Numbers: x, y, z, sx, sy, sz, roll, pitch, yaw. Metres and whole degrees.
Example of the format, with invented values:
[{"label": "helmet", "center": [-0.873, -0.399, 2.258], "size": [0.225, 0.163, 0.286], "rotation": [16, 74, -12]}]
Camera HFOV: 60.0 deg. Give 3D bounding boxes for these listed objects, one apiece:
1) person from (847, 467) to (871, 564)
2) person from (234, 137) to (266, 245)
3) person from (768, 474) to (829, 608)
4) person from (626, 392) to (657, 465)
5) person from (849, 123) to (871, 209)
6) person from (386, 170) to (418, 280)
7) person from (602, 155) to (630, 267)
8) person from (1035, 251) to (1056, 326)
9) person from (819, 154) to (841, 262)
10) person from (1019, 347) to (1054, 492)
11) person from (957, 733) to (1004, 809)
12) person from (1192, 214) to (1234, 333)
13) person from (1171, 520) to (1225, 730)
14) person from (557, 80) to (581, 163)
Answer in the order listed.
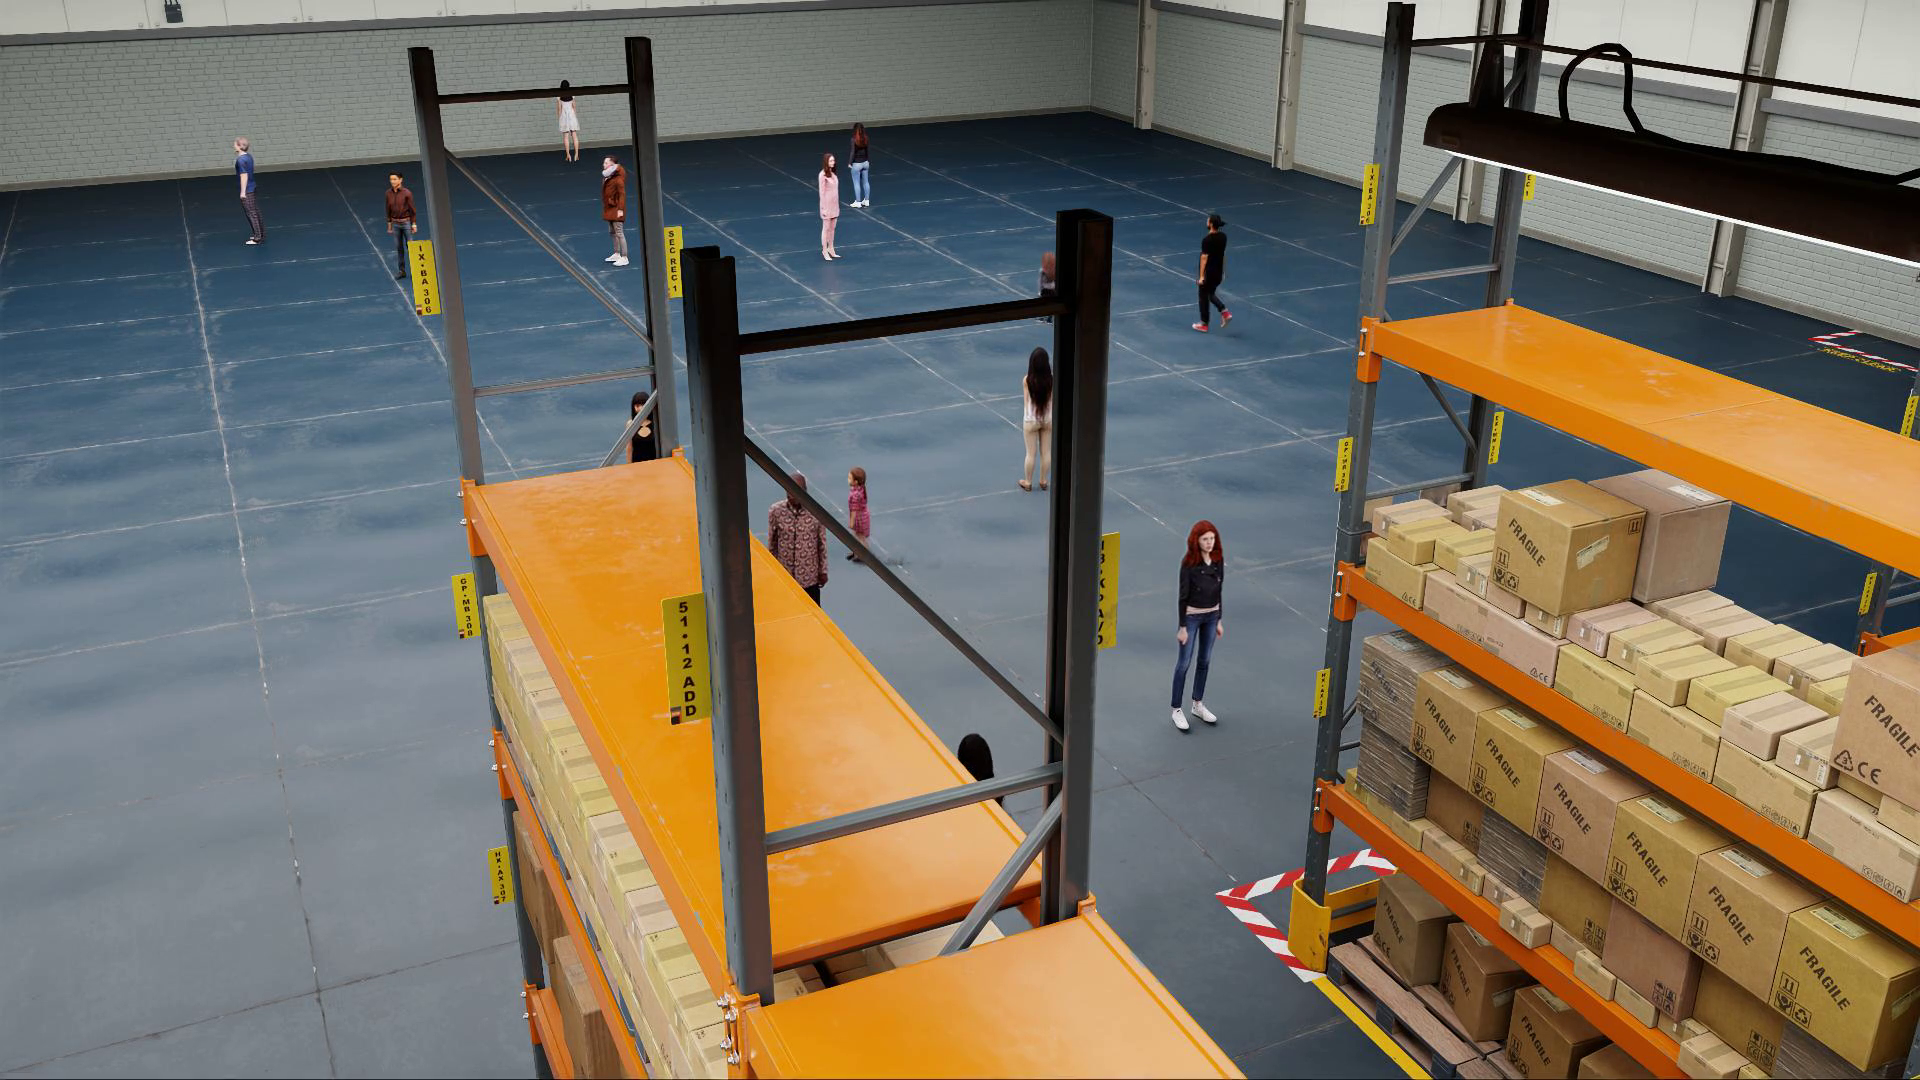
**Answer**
[{"label": "person", "center": [-0.965, -0.241, 16.674], "size": [0.586, 1.017, 0.515], "rotation": [3, 23, 7]}, {"label": "person", "center": [-12.711, -6.249, 29.710], "size": [0.786, 1.872, 0.612], "rotation": [-2, 23, -5]}, {"label": "person", "center": [-1.407, 0.267, 14.468], "size": [0.760, 1.808, 0.734], "rotation": [-1, 23, -2]}, {"label": "person", "center": [-3.203, -0.733, 17.023], "size": [0.606, 1.650, 0.567], "rotation": [-3, 23, -7]}, {"label": "person", "center": [-1.972, -7.376, 32.664], "size": [0.711, 1.634, 0.672], "rotation": [-20, 30, -39]}, {"label": "person", "center": [-9.161, -5.188, 27.332], "size": [0.715, 1.781, 0.711], "rotation": [2, 23, 6]}, {"label": "person", "center": [-5.858, -5.606, 28.242], "size": [0.815, 1.837, 0.689], "rotation": [-15, 27, -31]}, {"label": "person", "center": [1.327, -3.755, 24.831], "size": [0.527, 1.100, 0.570], "rotation": [-14, 27, -30]}, {"label": "person", "center": [-2.255, -5.735, 28.589], "size": [0.706, 1.803, 0.692], "rotation": [13, 26, 29]}, {"label": "person", "center": [0.875, -1.324, 18.409], "size": [0.623, 1.653, 0.566], "rotation": [-10, 25, -23]}, {"label": "person", "center": [0.083, 2.038, 10.551], "size": [0.654, 1.615, 1.072], "rotation": [-7, 24, -16]}, {"label": "person", "center": [3.720, -3.867, 24.271], "size": [0.959, 1.744, 0.809], "rotation": [20, 30, 39]}, {"label": "person", "center": [1.947, 0.676, 13.534], "size": [0.572, 1.787, 0.508], "rotation": [-11, 25, -24]}, {"label": "person", "center": [-8.762, -9.387, 37.213], "size": [0.628, 1.775, 0.608], "rotation": [-10, 25, -23]}]
